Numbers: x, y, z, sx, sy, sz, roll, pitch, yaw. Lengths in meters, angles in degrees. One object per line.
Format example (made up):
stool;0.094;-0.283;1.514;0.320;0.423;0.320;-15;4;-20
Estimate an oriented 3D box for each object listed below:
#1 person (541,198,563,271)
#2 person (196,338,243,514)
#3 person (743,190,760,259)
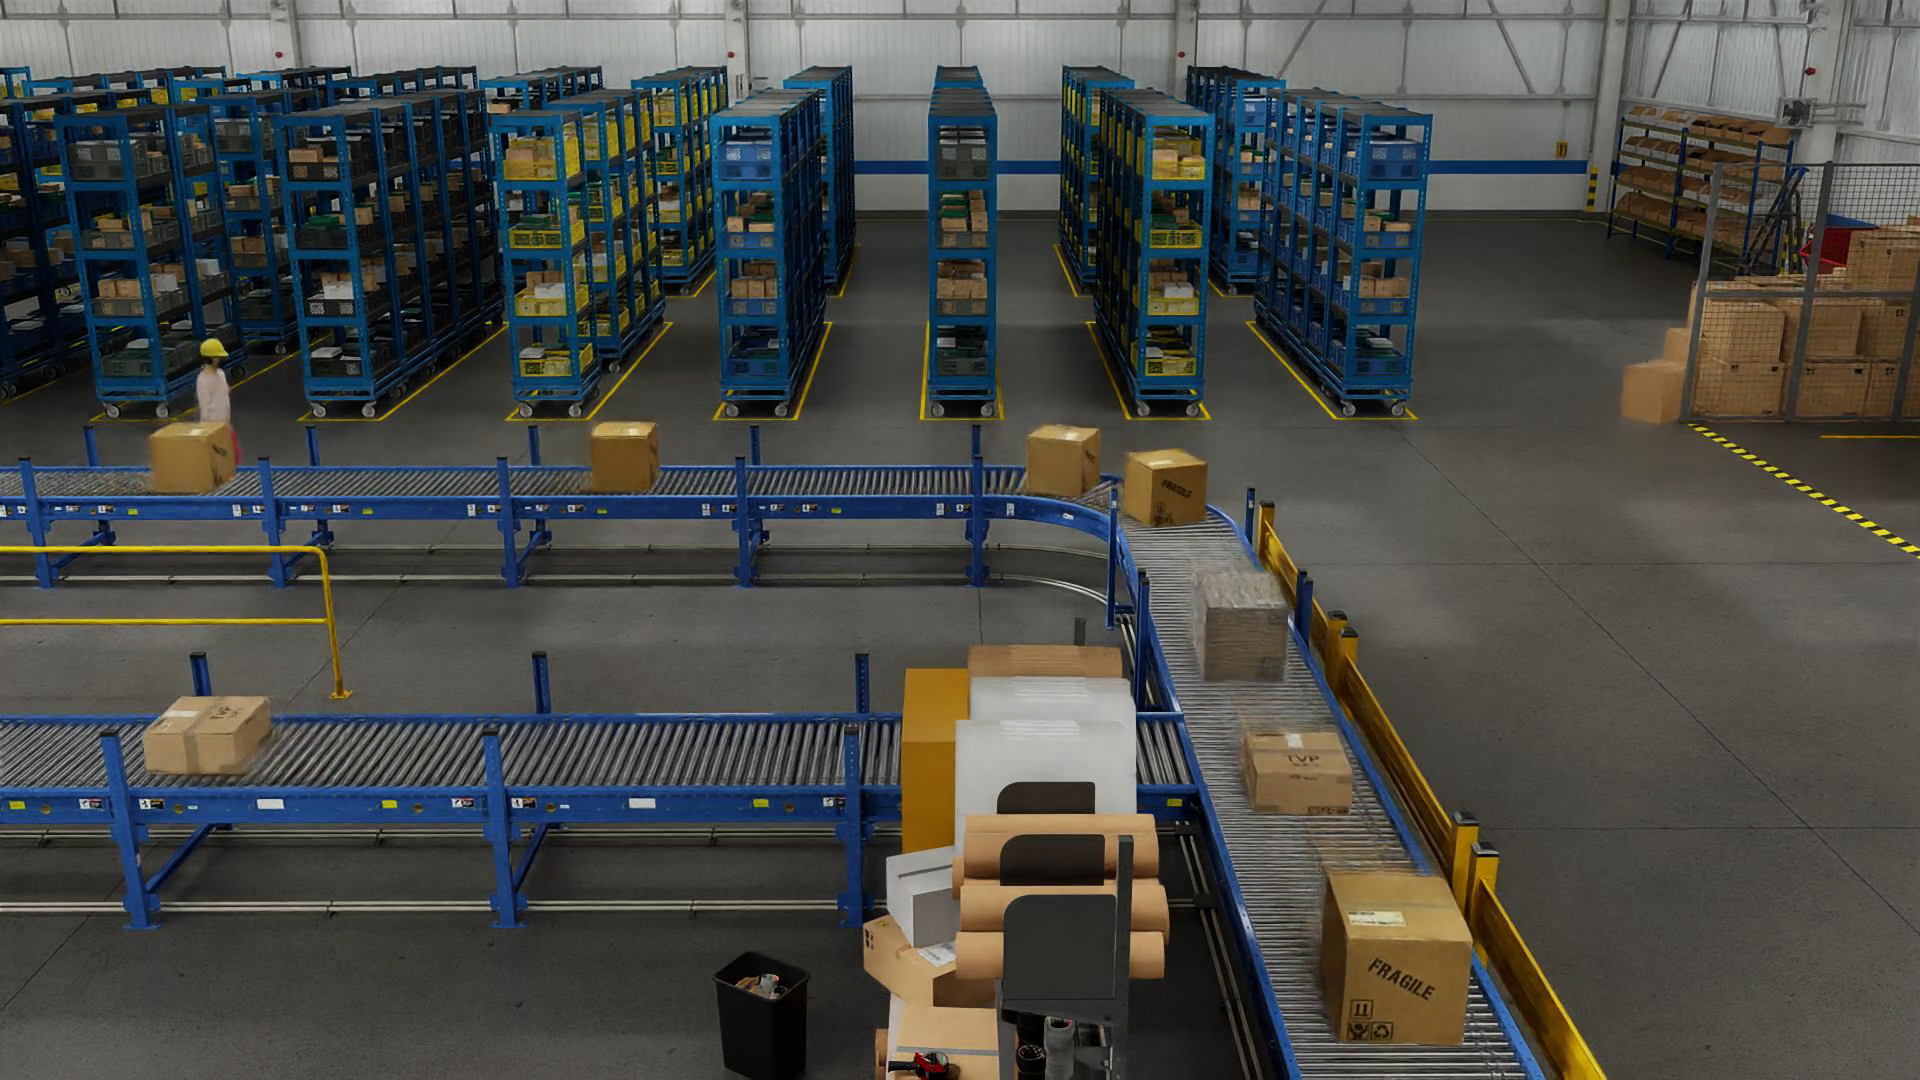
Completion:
person;-6.455;-4.579;26.778;0.600;1.830;0.403;-6;19;-18
person;-7.266;-1.101;16.185;0.487;1.751;0.533;0;18;1
person;-3.667;-5.826;30.403;0.703;1.968;0.569;-5;19;-14
